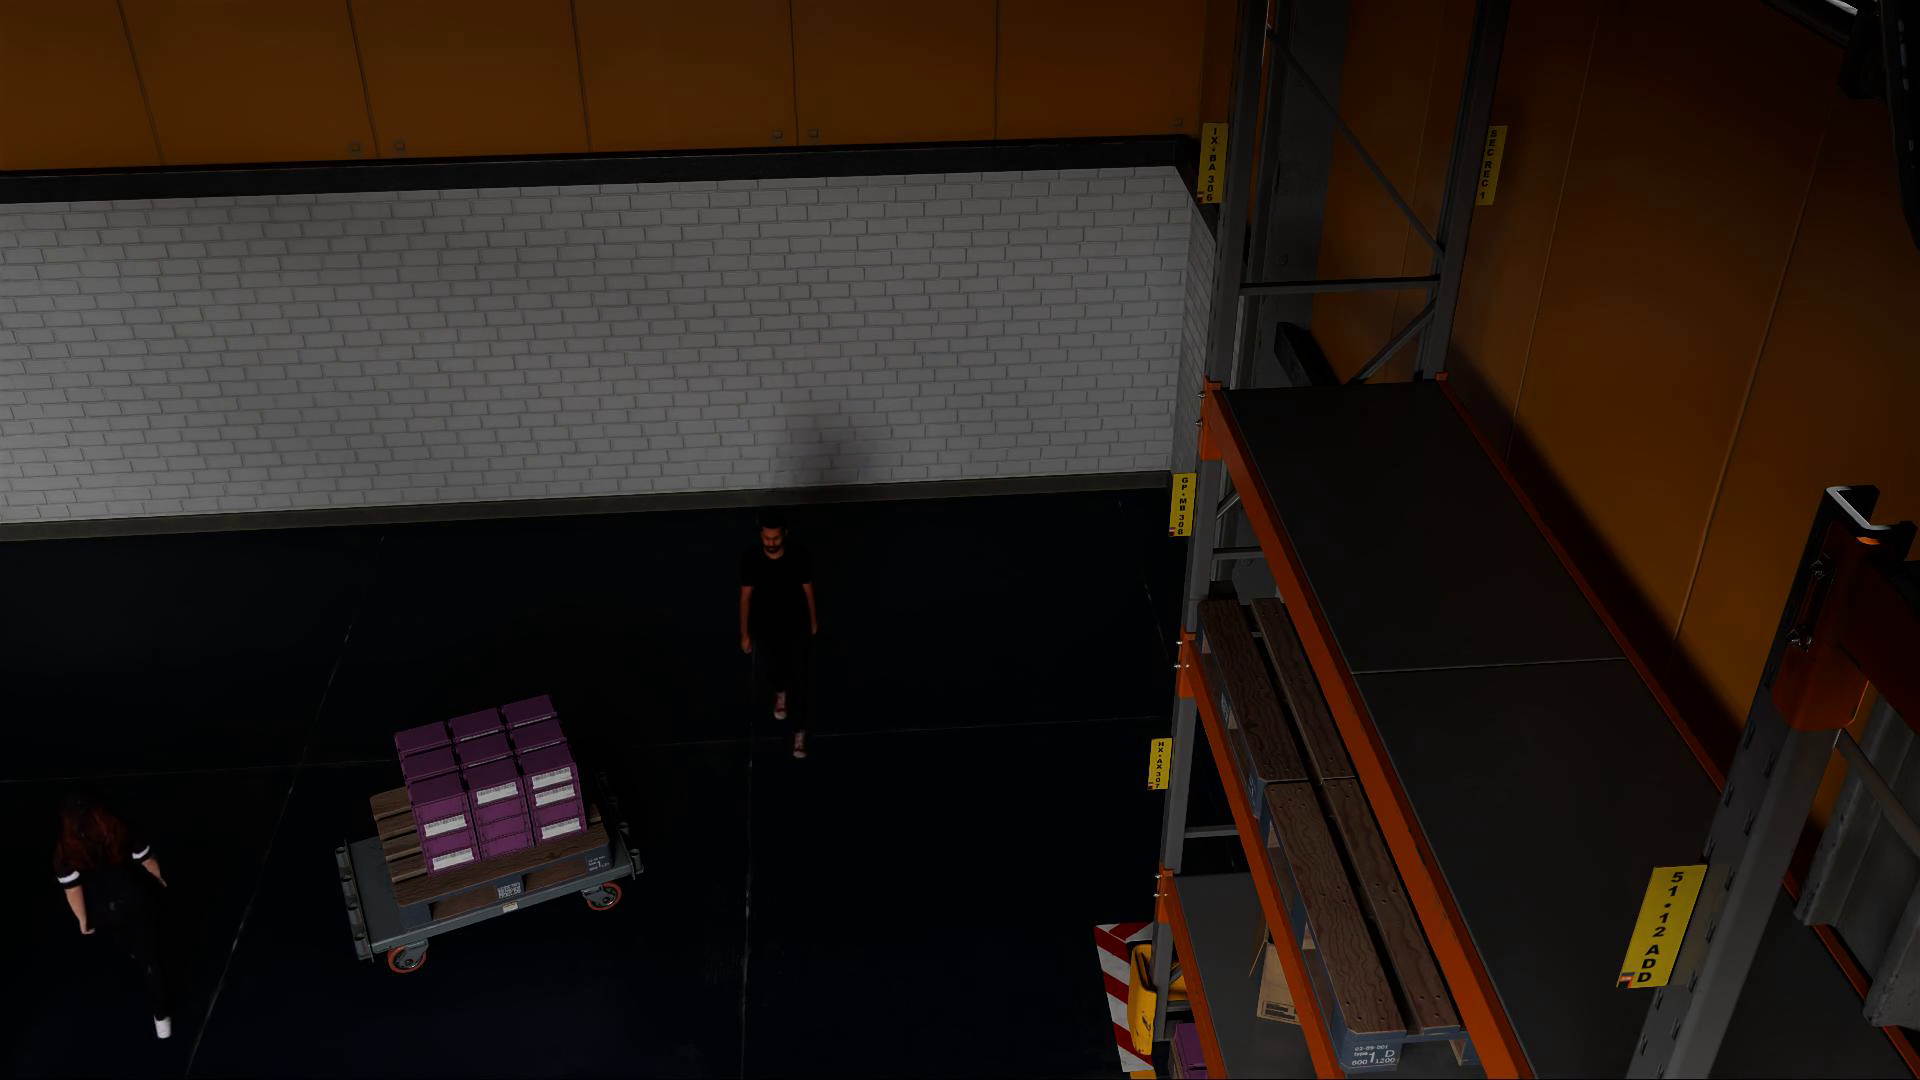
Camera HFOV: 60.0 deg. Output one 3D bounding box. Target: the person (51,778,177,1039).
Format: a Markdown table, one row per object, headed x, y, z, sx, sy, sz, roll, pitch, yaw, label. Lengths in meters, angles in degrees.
| x | y | z | sx | sy | sz | roll | pitch | yaw | label |
| --- | --- | --- | --- | --- | --- | --- | --- | --- | --- |
| -4.473 | 2.004 | 8.894 | 0.888 | 1.600 | 1.146 | -17 | 37 | -24 | person |

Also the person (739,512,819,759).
| x | y | z | sx | sy | sz | roll | pitch | yaw | label |
| --- | --- | --- | --- | --- | --- | --- | --- | --- | --- |
| -1.189 | 0.518 | 11.023 | 0.662 | 1.720 | 1.058 | -2 | 34 | -3 | person |
